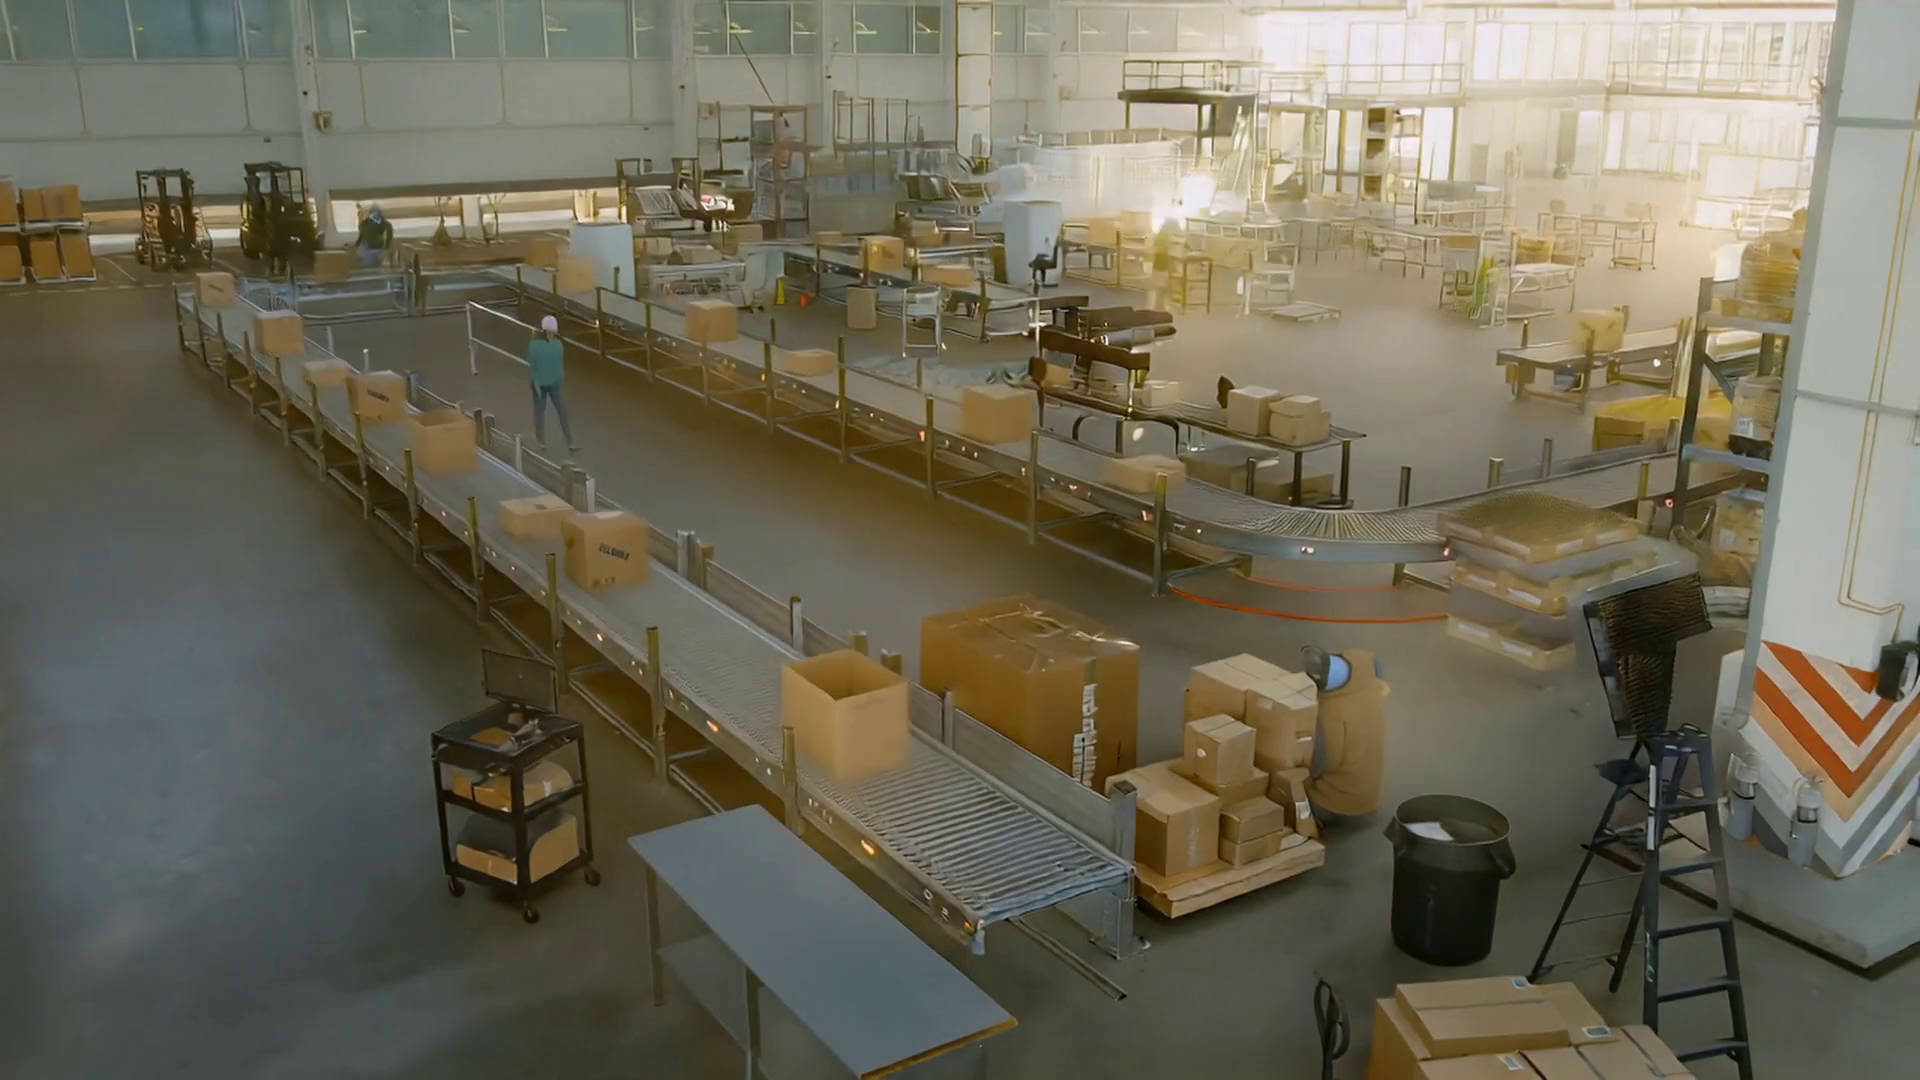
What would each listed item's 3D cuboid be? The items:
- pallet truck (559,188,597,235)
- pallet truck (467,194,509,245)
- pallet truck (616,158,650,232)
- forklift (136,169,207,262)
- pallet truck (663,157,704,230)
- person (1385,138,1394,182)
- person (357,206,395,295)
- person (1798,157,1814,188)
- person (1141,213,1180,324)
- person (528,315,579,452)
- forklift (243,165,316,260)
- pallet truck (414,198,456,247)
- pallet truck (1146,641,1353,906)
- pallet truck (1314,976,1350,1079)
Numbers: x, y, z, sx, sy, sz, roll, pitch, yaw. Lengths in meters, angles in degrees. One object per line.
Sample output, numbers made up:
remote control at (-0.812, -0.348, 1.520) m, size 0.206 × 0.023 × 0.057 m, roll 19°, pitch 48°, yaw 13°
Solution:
pallet truck at (-10.010, -8.652, 43.699) m, size 0.653 × 1.274 × 1.630 m, roll -10°, pitch 20°, yaw -31°
pallet truck at (-11.983, -8.177, 42.137) m, size 0.704 × 1.261 × 1.522 m, roll -11°, pitch 20°, yaw -33°
pallet truck at (-8.918, -9.176, 44.255) m, size 0.823 × 1.965 × 1.885 m, roll -9°, pitch 19°, yaw -27°
forklift at (-17.842, -7.318, 37.559) m, size 1.157 × 1.987 × 2.680 m, roll -10°, pitch 20°, yaw -31°
pallet truck at (-7.586, -9.308, 44.692) m, size 0.823 × 1.965 × 1.885 m, roll -11°, pitch 20°, yaw -33°
person at (14.472, -12.708, 56.272) m, size 0.506 × 1.842 × 0.348 m, roll -14°, pitch 21°, yaw -38°
person at (-11.368, -5.564, 32.451) m, size 0.731 × 1.885 × 0.420 m, roll -5°, pitch 18°, yaw -18°
person at (24.448, -10.157, 47.944) m, size 0.521 × 1.740 × 0.782 m, roll -10°, pitch 19°, yaw -30°
person at (3.549, -4.885, 30.014) m, size 1.020 × 1.980 × 0.630 m, roll 4°, pitch 17°, yaw 14°
person at (-5.061, -1.917, 20.574) m, size 0.534 × 1.720 × 0.878 m, roll -13°, pitch 21°, yaw -37°
forklift at (-15.898, -7.669, 38.708) m, size 1.157 × 1.987 × 2.680 m, roll -11°, pitch 20°, yaw -33°
pallet truck at (-13.250, -8.060, 41.856) m, size 0.680 × 1.201 × 1.601 m, roll -10°, pitch 20°, yaw -31°
pallet truck at (1.664, 1.407, 10.232) m, size 1.630 × 1.274 × 0.653 m, roll -10°, pitch 20°, yaw -31°
pallet truck at (2.299, 2.390, 7.086) m, size 1.601 × 1.201 × 0.680 m, roll -2°, pitch 17°, yaw -7°
